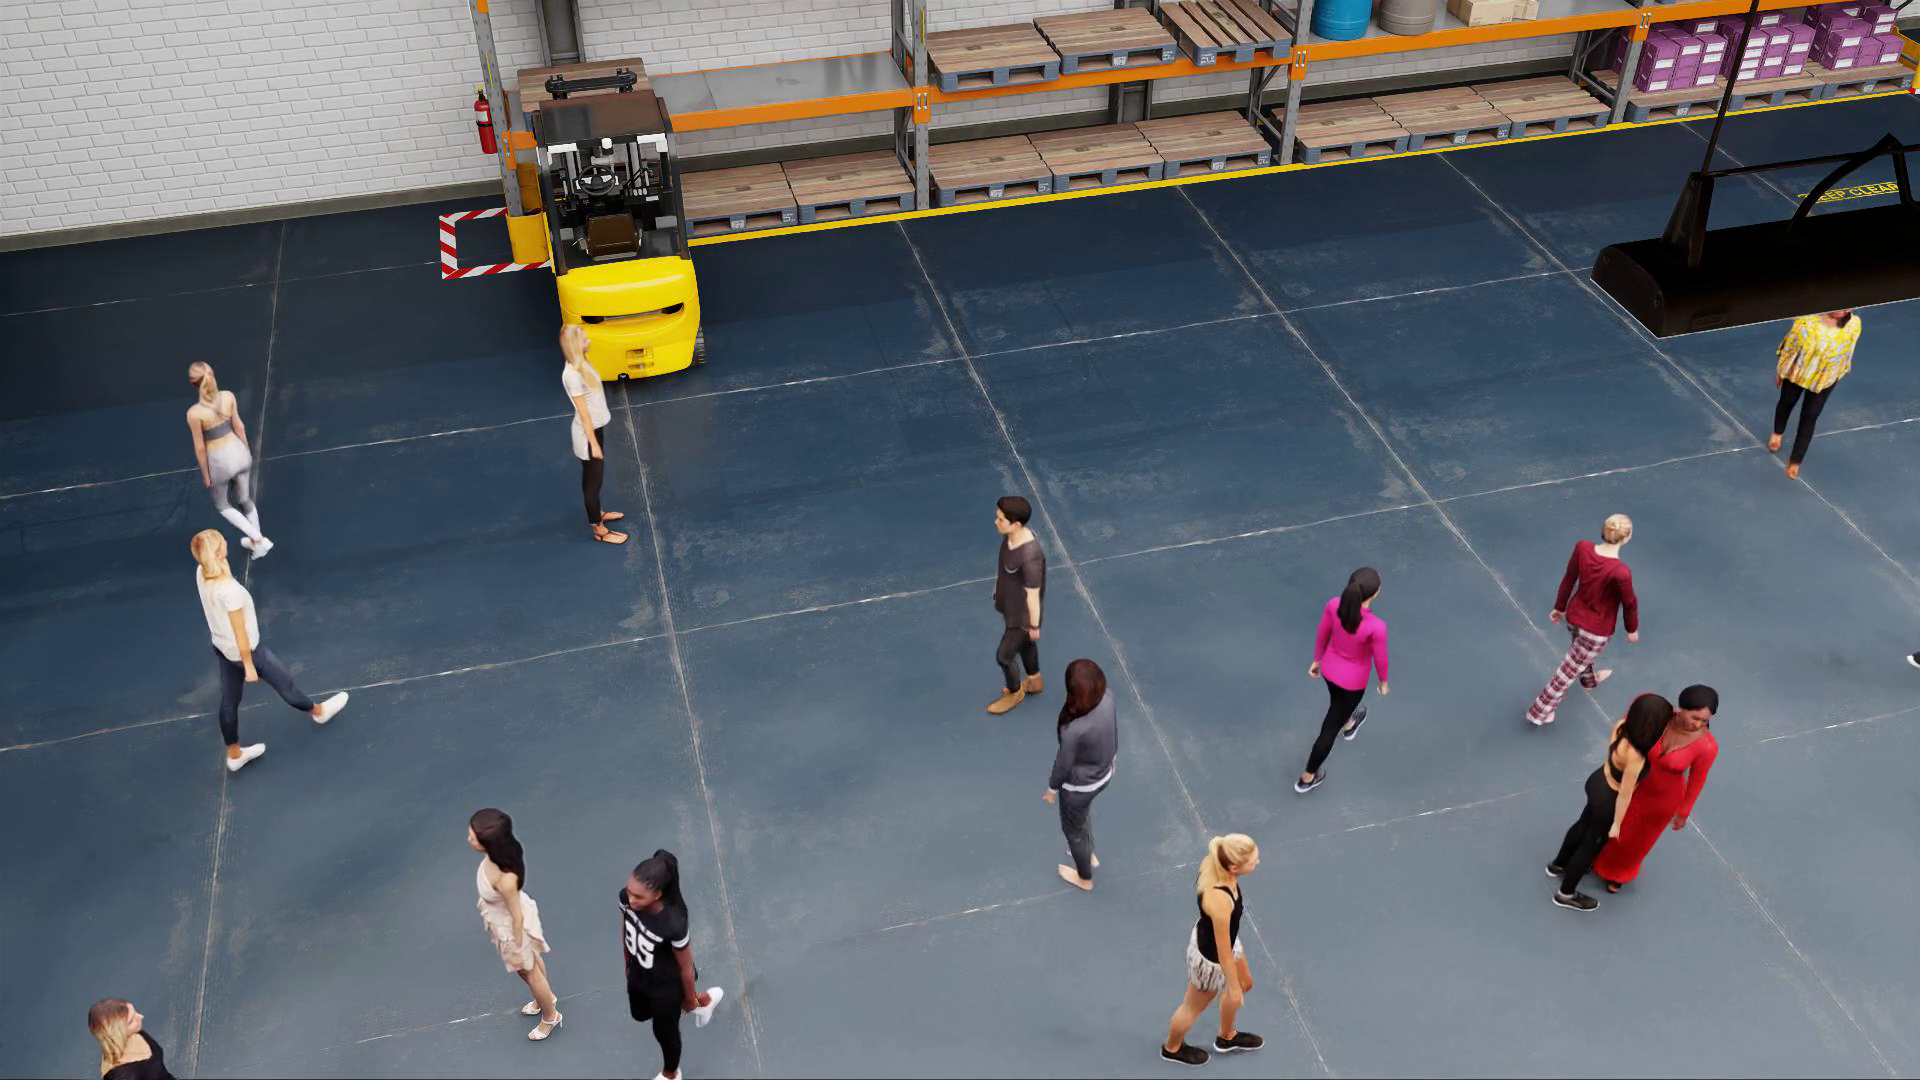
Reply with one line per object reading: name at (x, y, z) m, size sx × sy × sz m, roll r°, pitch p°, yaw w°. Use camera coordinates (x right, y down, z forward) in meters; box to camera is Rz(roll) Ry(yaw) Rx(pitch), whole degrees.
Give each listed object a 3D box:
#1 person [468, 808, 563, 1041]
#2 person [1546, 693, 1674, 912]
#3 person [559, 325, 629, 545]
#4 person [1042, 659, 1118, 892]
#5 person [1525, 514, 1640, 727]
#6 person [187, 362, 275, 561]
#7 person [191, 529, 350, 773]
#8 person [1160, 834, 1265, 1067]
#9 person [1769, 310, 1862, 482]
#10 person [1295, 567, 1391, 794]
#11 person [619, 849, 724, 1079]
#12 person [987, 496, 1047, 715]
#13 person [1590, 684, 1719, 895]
person at (-2.348, 2.044, 8.810) m, size 0.541 × 1.735 × 0.601 m, roll -13°, pitch 40°, yaw -16°
person at (3.712, 1.489, 9.584) m, size 0.632 × 1.637 × 0.612 m, roll 3°, pitch 39°, yaw 4°
person at (-2.751, -0.793, 12.289) m, size 0.521 × 1.826 × 0.602 m, roll -8°, pitch 39°, yaw -10°
person at (0.793, 1.401, 9.597) m, size 0.807 × 1.757 × 0.728 m, roll 27°, pitch 46°, yaw 30°
person at (4.002, 0.556, 10.730) m, size 1.064 × 1.664 × 0.747 m, roll -16°, pitch 41°, yaw -19°
person at (-5.259, -0.518, 12.056) m, size 0.837 × 1.688 × 0.783 m, roll 23°, pitch 44°, yaw 26°
person at (-4.588, 0.747, 10.407) m, size 1.026 × 1.768 × 1.164 m, roll 26°, pitch 46°, yaw 29°
person at (1.221, 2.126, 8.635) m, size 0.904 × 1.825 × 0.790 m, roll 4°, pitch 39°, yaw 5°
person at (6.701, -1.342, 13.142) m, size 1.079 × 1.620 × 1.116 m, roll 17°, pitch 42°, yaw 20°
person at (2.320, 0.902, 10.304) m, size 1.145 × 1.665 × 0.932 m, roll -31°, pitch 48°, yaw -33°
person at (-1.497, 2.210, 8.615) m, size 0.903 × 1.719 × 1.016 m, roll 27°, pitch 46°, yaw 30°
person at (0.468, 0.410, 10.884) m, size 0.650 × 1.699 × 0.636 m, roll -8°, pitch 39°, yaw -10°
person at (3.979, 1.409, 9.594) m, size 0.939 × 1.758 × 0.913 m, roll -25°, pitch 45°, yaw -28°
